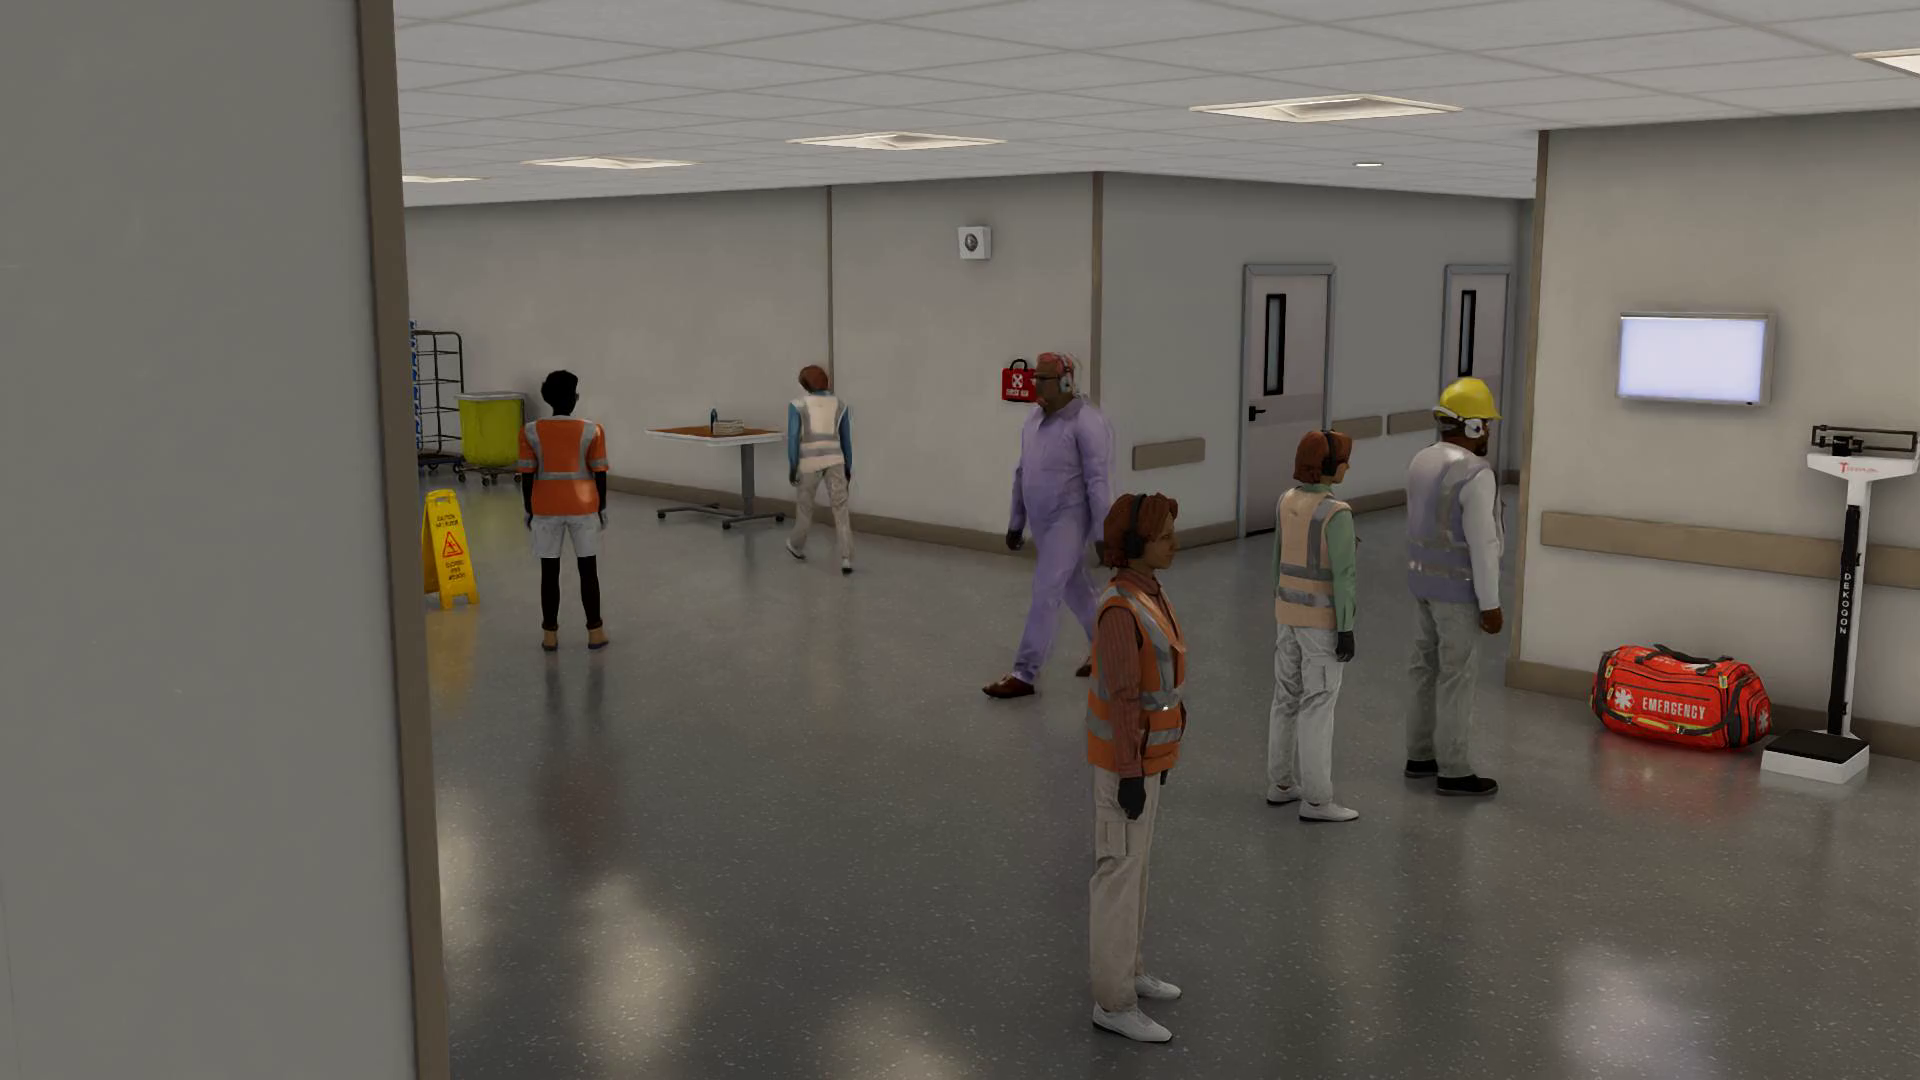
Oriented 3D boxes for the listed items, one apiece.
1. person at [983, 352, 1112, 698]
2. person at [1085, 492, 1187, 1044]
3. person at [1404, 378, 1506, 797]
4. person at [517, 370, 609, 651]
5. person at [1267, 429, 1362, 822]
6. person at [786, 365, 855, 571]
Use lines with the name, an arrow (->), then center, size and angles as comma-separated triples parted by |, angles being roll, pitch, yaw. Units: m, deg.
person -> 0.550, -0.102, 9.126 | 1.008, 1.860, 0.666 | -5, 11, -30
person -> 0.529, 0.669, 5.035 | 0.307, 1.641, 0.512 | 2, 10, 14
person -> 2.174, 0.205, 7.323 | 0.403, 1.829, 0.594 | -2, 10, -13
person -> -2.378, -0.174, 10.021 | 0.537, 1.699, 0.321 | -1, 9, -7
person -> 1.483, 0.353, 6.978 | 0.310, 1.638, 0.523 | -4, 10, -21
person -> -1.083, -0.564, 12.854 | 0.528, 1.548, 0.988 | -4, 10, -22
